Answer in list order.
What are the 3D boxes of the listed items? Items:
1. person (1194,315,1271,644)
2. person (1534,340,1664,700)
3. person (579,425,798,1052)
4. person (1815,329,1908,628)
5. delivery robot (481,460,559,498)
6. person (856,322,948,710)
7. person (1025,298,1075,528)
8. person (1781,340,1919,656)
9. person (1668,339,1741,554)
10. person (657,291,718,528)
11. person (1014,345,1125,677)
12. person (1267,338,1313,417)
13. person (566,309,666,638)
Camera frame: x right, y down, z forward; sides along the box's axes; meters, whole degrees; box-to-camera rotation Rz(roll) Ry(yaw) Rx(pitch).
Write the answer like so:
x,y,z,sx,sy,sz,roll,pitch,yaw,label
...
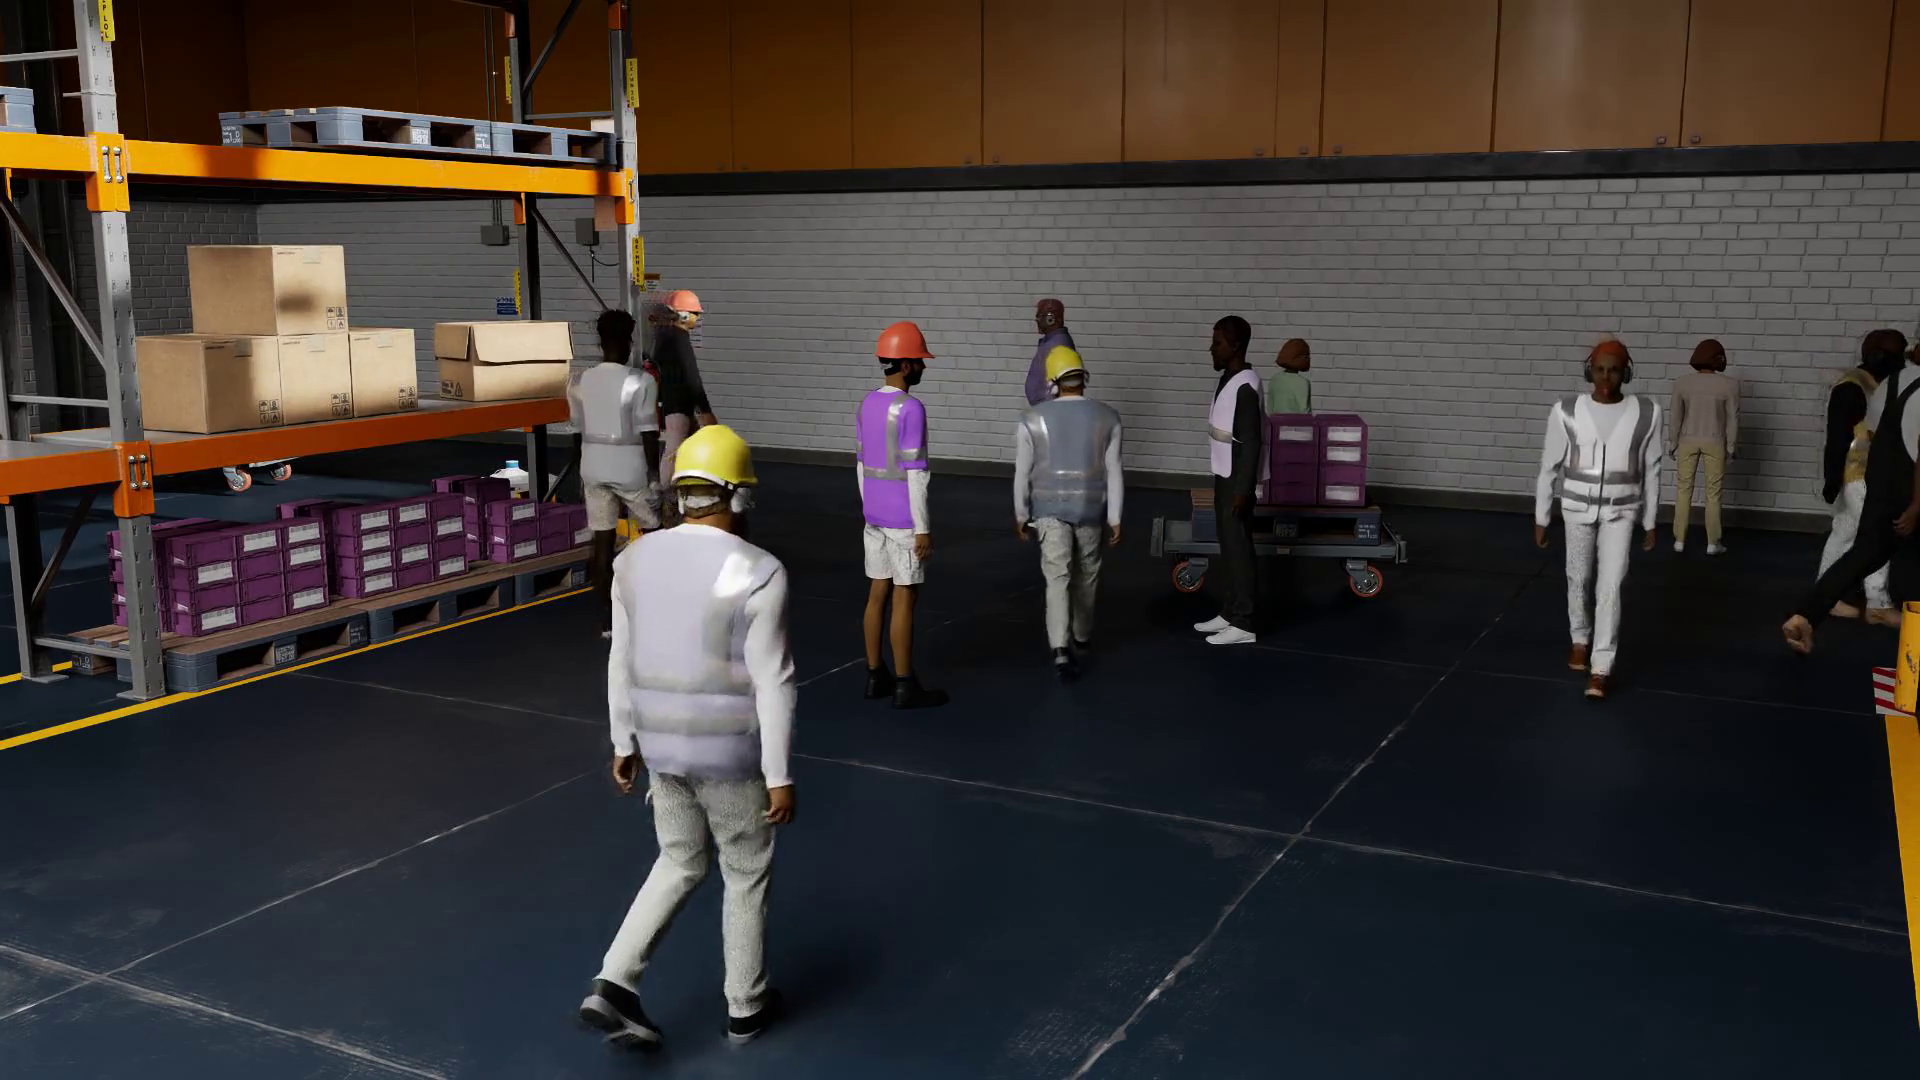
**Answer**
x,y,z,sx,sy,sz,roll,pitch,yaw,label
1.617,-0.351,9.760,0.376,1.917,0.600,0,10,-2,person
3.371,-0.141,8.808,0.602,1.834,1.008,4,11,22,person
-0.758,0.586,4.674,0.636,1.805,0.637,5,11,28,person
5.667,-0.381,10.210,0.644,1.811,0.786,-9,13,-41,person
-3.714,-0.419,13.824,0.707,0.478,0.477,-6,11,-30,delivery robot
-0.302,-0.123,8.383,0.375,1.939,0.546,-6,12,-32,person
0.746,-1.052,13.856,0.411,1.908,0.643,2,10,9,person
5.199,-0.311,9.173,1.084,2.000,0.682,-1,10,-8,person
5.646,-0.708,12.652,0.501,1.631,0.285,7,12,36,person
-2.185,-1.077,13.826,0.883,1.956,0.629,-3,10,-15,person
0.597,-0.170,9.113,0.604,1.787,0.931,0,10,2,person
2.536,-0.728,12.764,0.266,1.631,0.507,-4,11,-22,person
-2.002,-0.404,9.971,0.645,1.946,0.608,3,10,19,person
